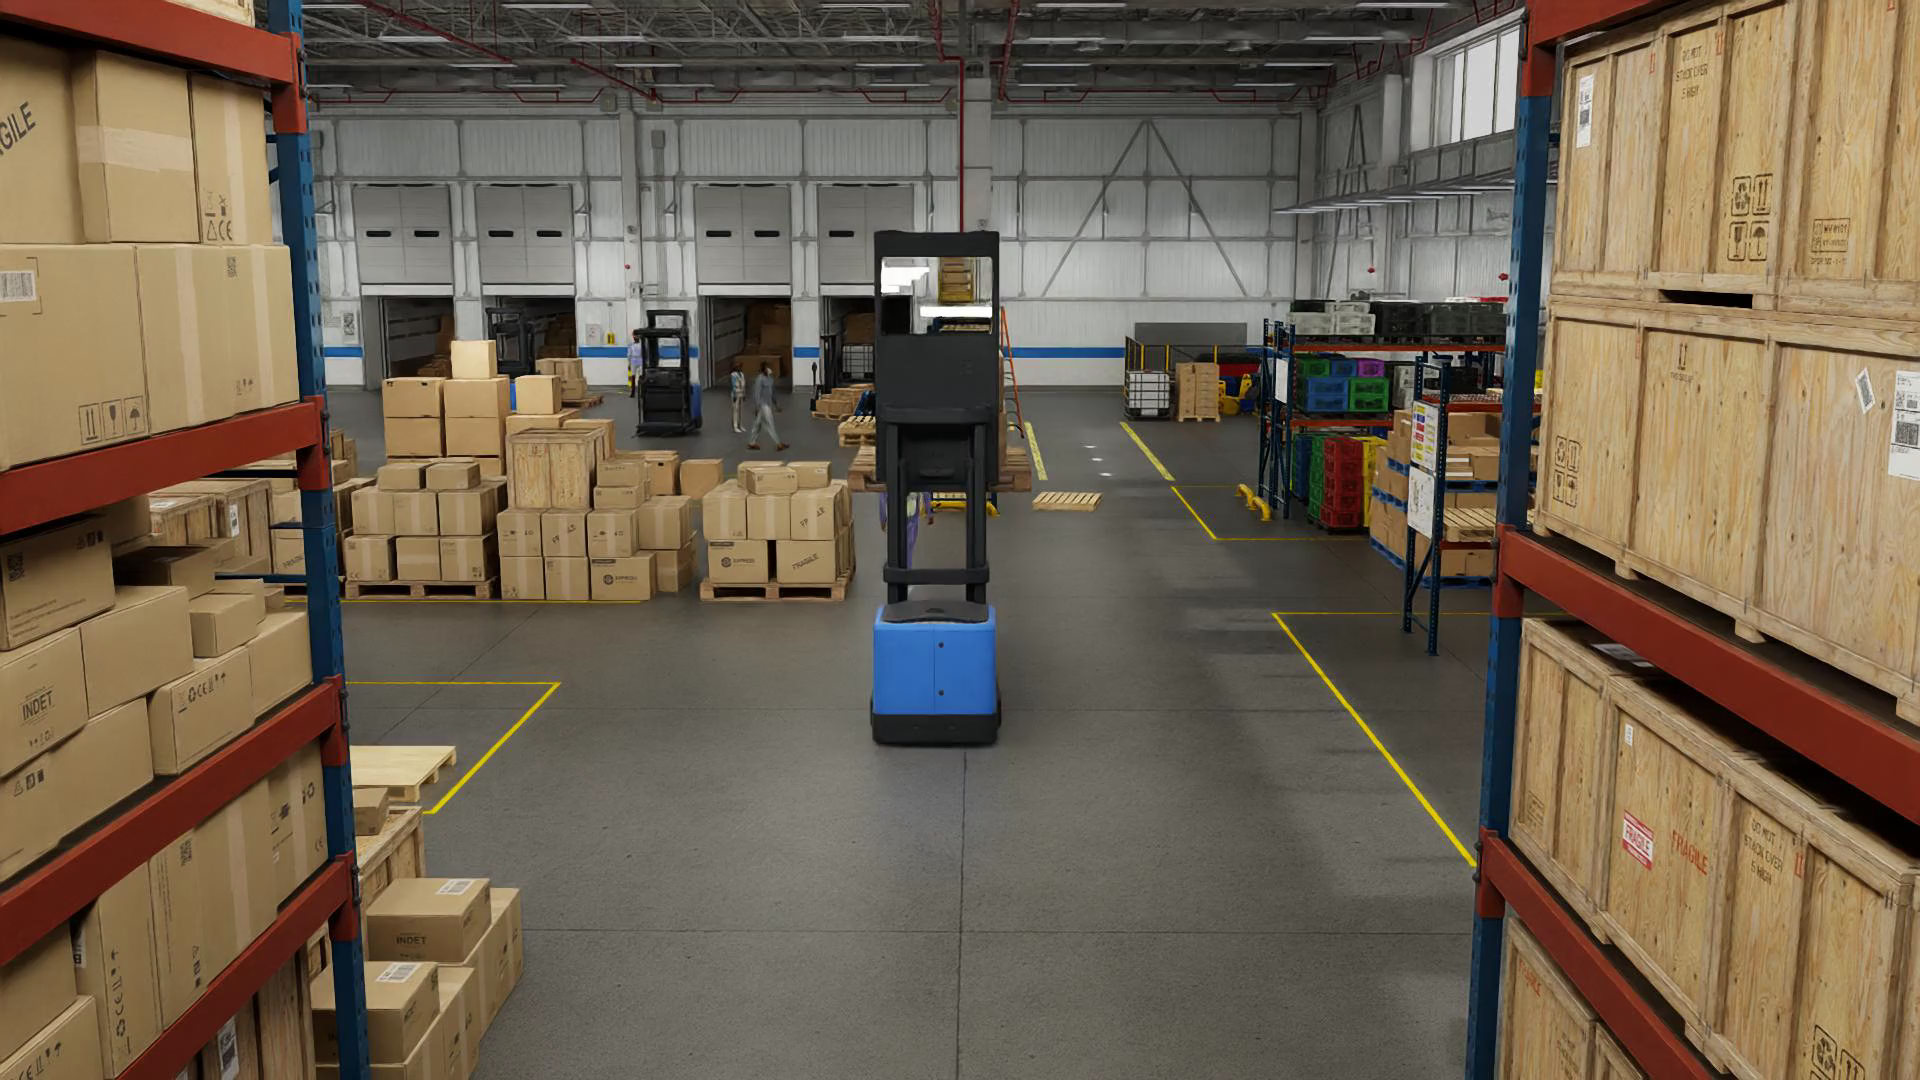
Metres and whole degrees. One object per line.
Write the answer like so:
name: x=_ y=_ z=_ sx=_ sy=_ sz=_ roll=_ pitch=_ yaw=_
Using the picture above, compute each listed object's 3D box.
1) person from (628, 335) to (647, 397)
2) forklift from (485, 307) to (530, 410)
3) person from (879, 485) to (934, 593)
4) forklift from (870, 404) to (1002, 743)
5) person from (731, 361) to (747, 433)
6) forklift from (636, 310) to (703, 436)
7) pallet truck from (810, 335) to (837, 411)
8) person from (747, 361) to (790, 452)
person: x=-9.195 y=-5.015 z=47.393 sx=0.550 sy=1.929 sz=0.387 roll=1 pitch=10 yaw=4
forklift: x=-10.753 y=-4.150 z=39.645 sx=1.129 sy=2.768 sz=1.873 roll=0 pitch=10 yaw=1
person: x=-0.650 y=-0.315 z=20.453 sx=0.622 sy=1.863 sz=0.974 roll=2 pitch=10 yaw=13
forklift: x=-0.204 y=0.205 z=14.519 sx=1.129 sy=2.768 sz=1.873 roll=0 pitch=10 yaw=1
person: x=-5.112 y=-3.298 z=38.308 sx=0.307 sy=1.640 sz=0.520 roll=3 pitch=10 yaw=17
forklift: x=-6.631 y=-3.862 z=37.981 sx=1.129 sy=2.768 sz=1.873 roll=1 pitch=10 yaw=5
pallet truck: x=-3.021 y=-4.312 z=43.126 sx=1.885 sy=1.965 sz=0.823 roll=3 pitch=10 yaw=17
person: x=-4.021 y=-2.776 z=34.585 sx=1.025 sy=1.884 sz=0.651 roll=3 pitch=10 yaw=18
